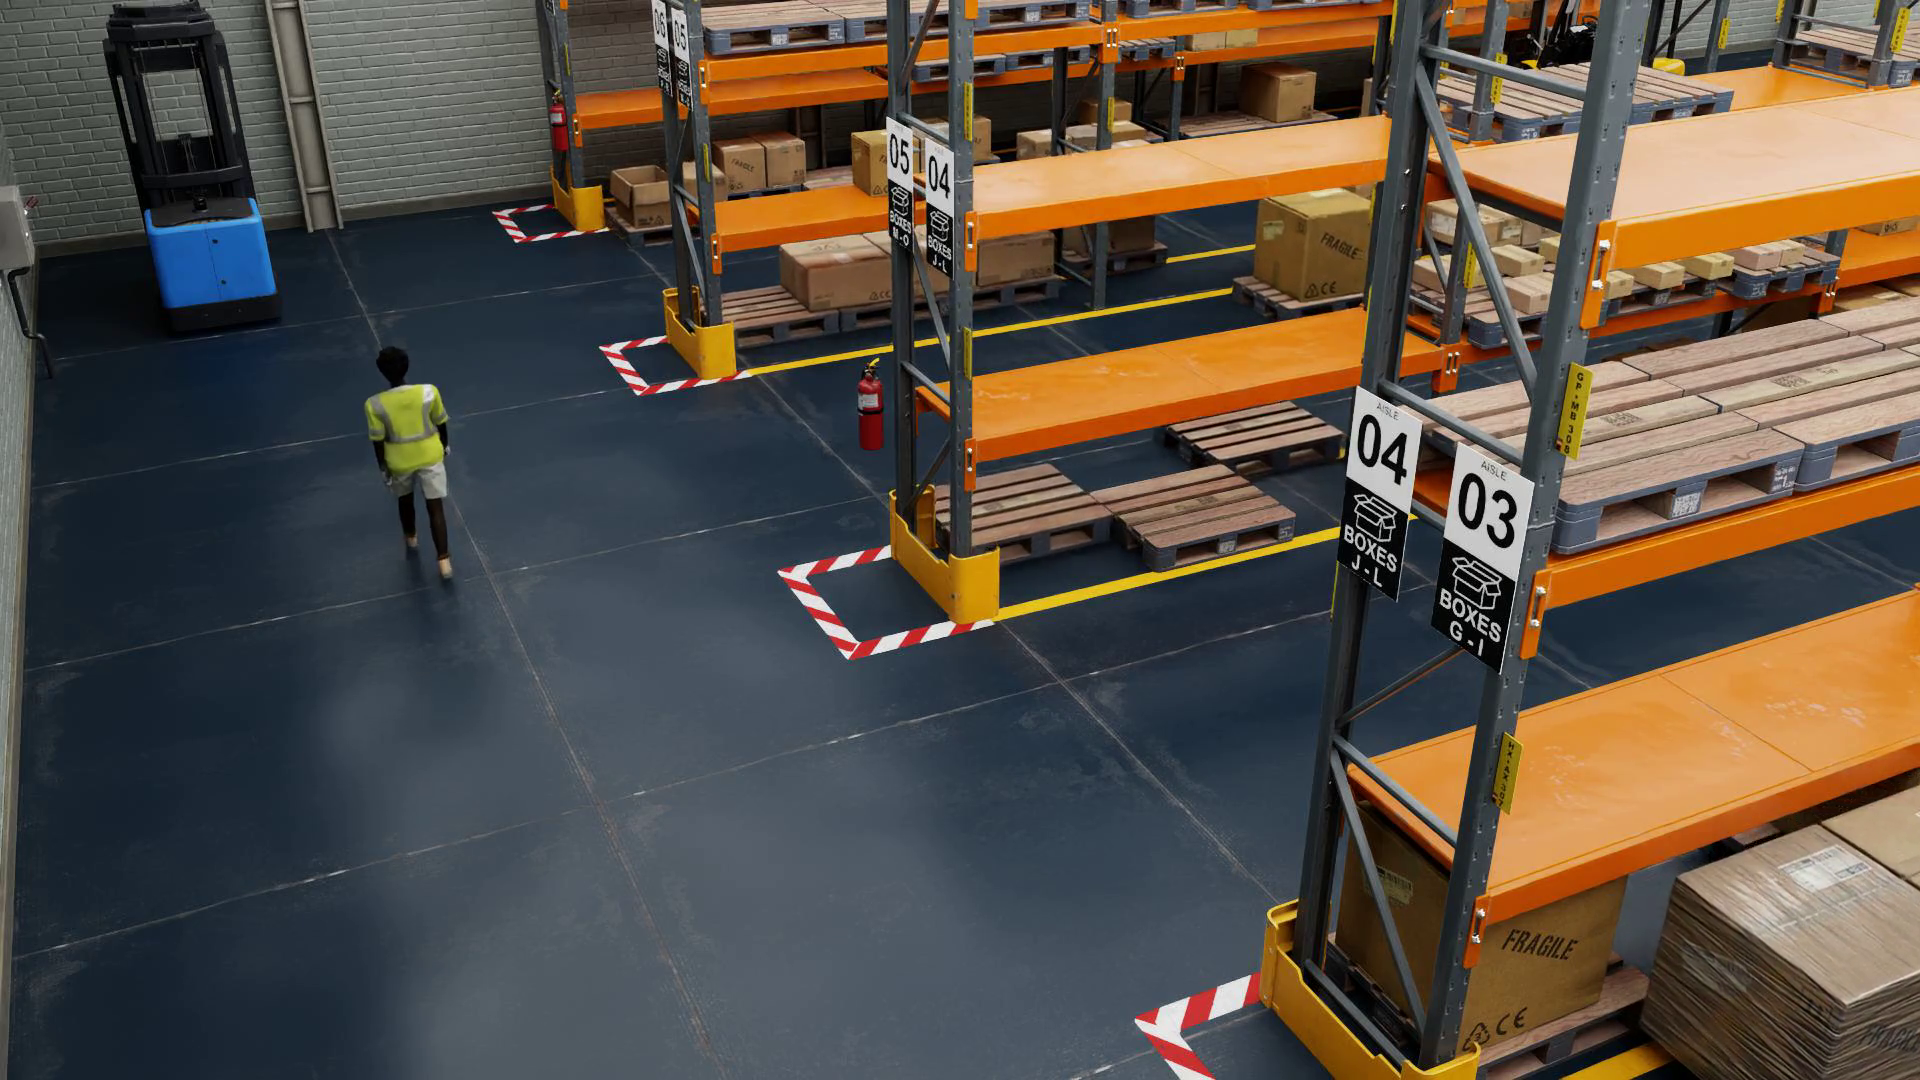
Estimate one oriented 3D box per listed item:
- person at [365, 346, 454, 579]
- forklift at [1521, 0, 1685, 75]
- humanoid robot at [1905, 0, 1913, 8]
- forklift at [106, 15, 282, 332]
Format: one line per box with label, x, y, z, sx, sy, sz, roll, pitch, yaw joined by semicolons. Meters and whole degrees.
person;-3.833;-0.568;11.682;0.539;1.652;0.880;-10;29;-18
forklift;8.950;-6.807;23.056;1.214;2.155;2.313;-12;30;-22
humanoid robot;14.873;-8.461;26.737;0.583;1.795;0.776;-16;31;-27
forklift;-7.548;-3.672;16.323;1.129;2.768;1.873;-12;30;-22
